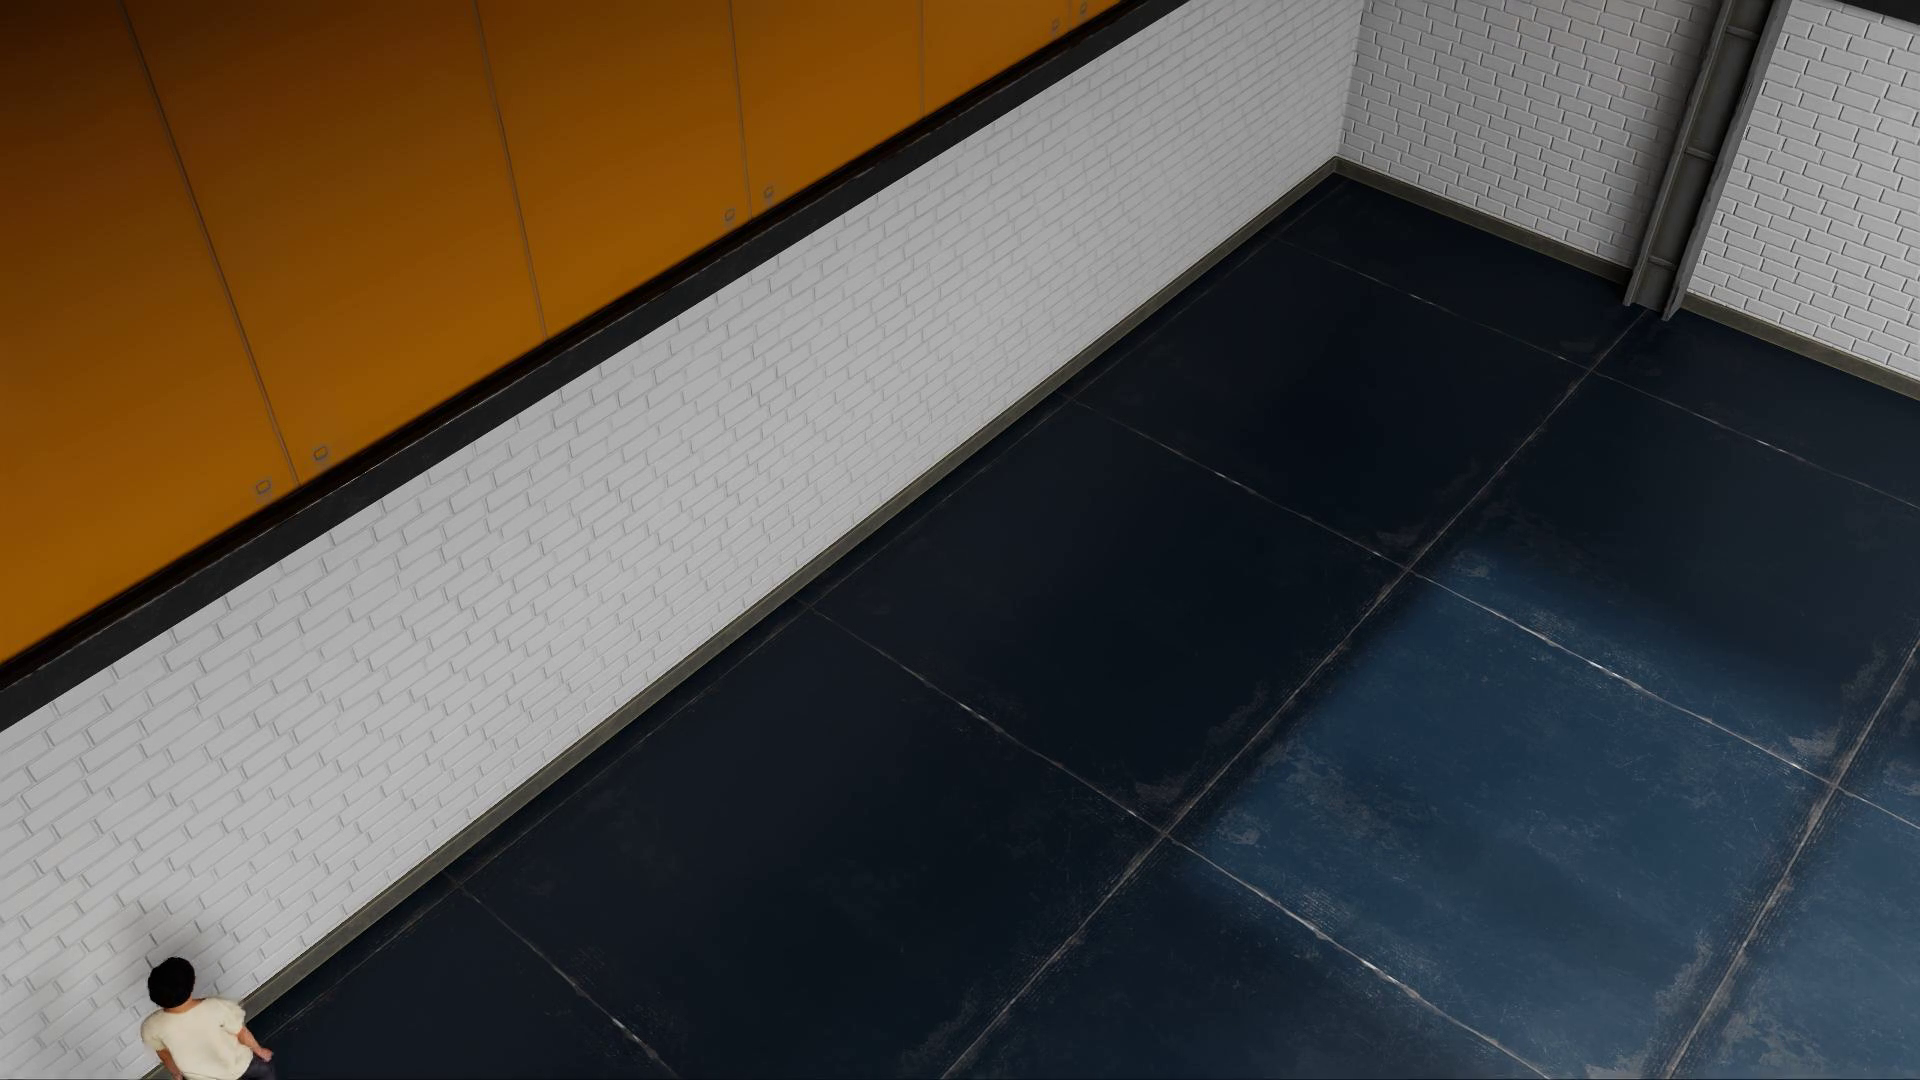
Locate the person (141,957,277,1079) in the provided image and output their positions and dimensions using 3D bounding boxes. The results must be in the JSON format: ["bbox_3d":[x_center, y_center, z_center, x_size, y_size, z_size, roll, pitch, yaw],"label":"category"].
[{"bbox_3d":[-3.618,2.581,8.157,0.738,1.586,0.762,-23,48,-22],"label":"person"}]
